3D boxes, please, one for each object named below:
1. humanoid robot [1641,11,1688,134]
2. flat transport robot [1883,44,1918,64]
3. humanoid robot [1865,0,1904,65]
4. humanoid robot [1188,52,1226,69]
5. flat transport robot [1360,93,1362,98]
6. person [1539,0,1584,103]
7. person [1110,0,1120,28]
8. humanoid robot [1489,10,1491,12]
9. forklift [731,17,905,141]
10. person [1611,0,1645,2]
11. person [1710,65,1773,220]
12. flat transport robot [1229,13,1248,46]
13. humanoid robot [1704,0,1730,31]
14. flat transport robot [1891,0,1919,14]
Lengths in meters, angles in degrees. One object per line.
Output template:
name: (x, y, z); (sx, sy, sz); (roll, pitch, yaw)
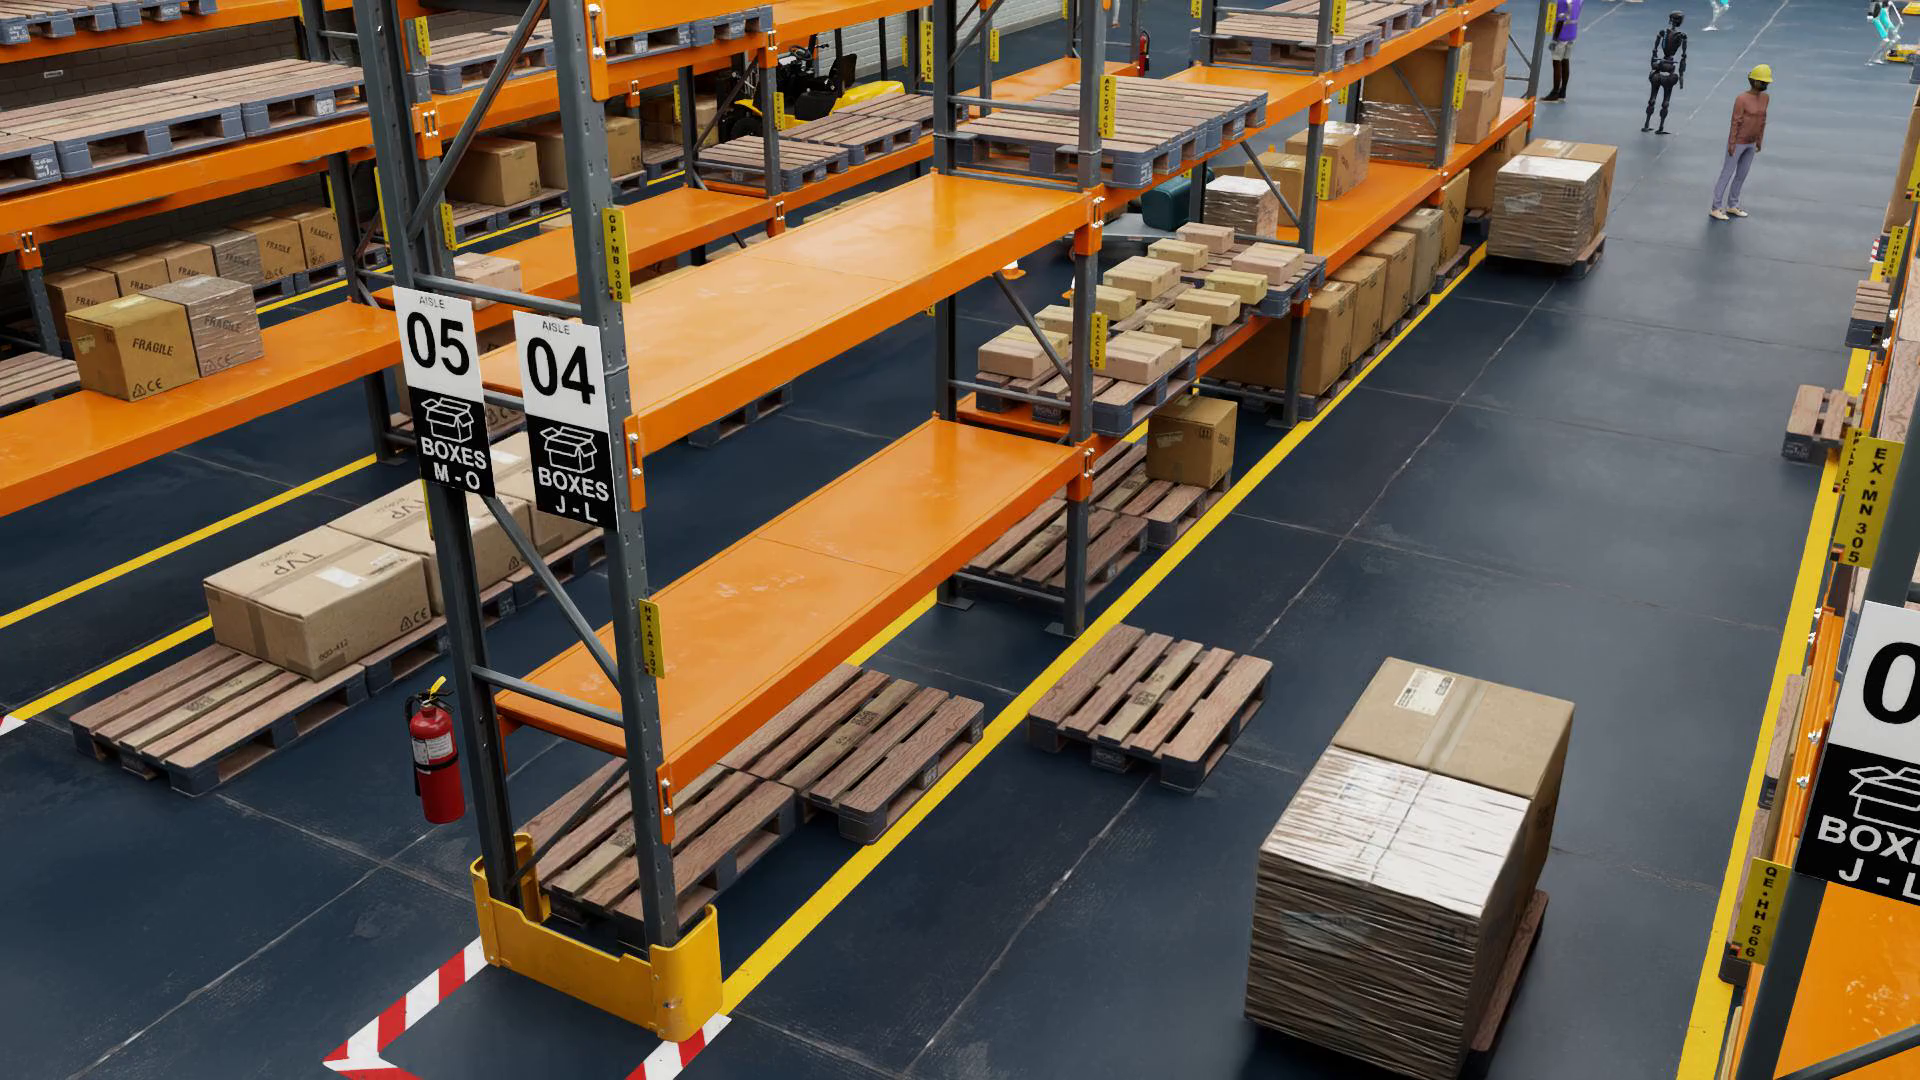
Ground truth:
humanoid robot: (9.915, -6.580, 23.378); (0.315, 1.655, 0.599); (-12, 28, -24)
flat transport robot: (16.811, -8.389, 28.774); (1.431, 0.231, 0.659); (10, 27, 20)
humanoid robot: (15.765, -8.947, 28.245); (0.530, 1.778, 0.699); (-15, 30, -28)
humanoid robot: (3.373, -6.339, 22.947); (0.609, 1.634, 0.764); (15, 29, 28)
flat transport robot: (6.343, -5.996, 23.802); (0.659, 0.231, 1.431); (-2, 26, -5)
person: (9.177, -7.668, 25.323); (0.611, 1.961, 0.365); (-23, 34, -39)
person: (2.920, -10.749, 31.795); (0.663, 1.912, 0.621); (12, 28, 23)
humanoid robot: (8.601, -8.584, 27.586); (0.601, 1.647, 0.454); (-12, 28, -24)
forklift: (-1.819, -5.975, 21.543); (2.313, 2.155, 1.214); (14, 29, 26)
person: (14.163, -12.373, 35.171); (0.871, 1.945, 0.614); (-1, 26, -1)
person: (9.035, -4.569, 19.122); (0.519, 1.758, 0.339); (-13, 28, -24)
flat transport robot: (4.927, -7.986, 27.936); (1.431, 0.231, 0.659); (2, 26, 3)
humanoid robot: (14.430, -10.543, 31.690); (0.735, 1.903, 0.547); (0, 26, -1)
flat transport robot: (19.788, -10.939, 34.071); (0.659, 0.231, 1.431); (17, 31, 32)
